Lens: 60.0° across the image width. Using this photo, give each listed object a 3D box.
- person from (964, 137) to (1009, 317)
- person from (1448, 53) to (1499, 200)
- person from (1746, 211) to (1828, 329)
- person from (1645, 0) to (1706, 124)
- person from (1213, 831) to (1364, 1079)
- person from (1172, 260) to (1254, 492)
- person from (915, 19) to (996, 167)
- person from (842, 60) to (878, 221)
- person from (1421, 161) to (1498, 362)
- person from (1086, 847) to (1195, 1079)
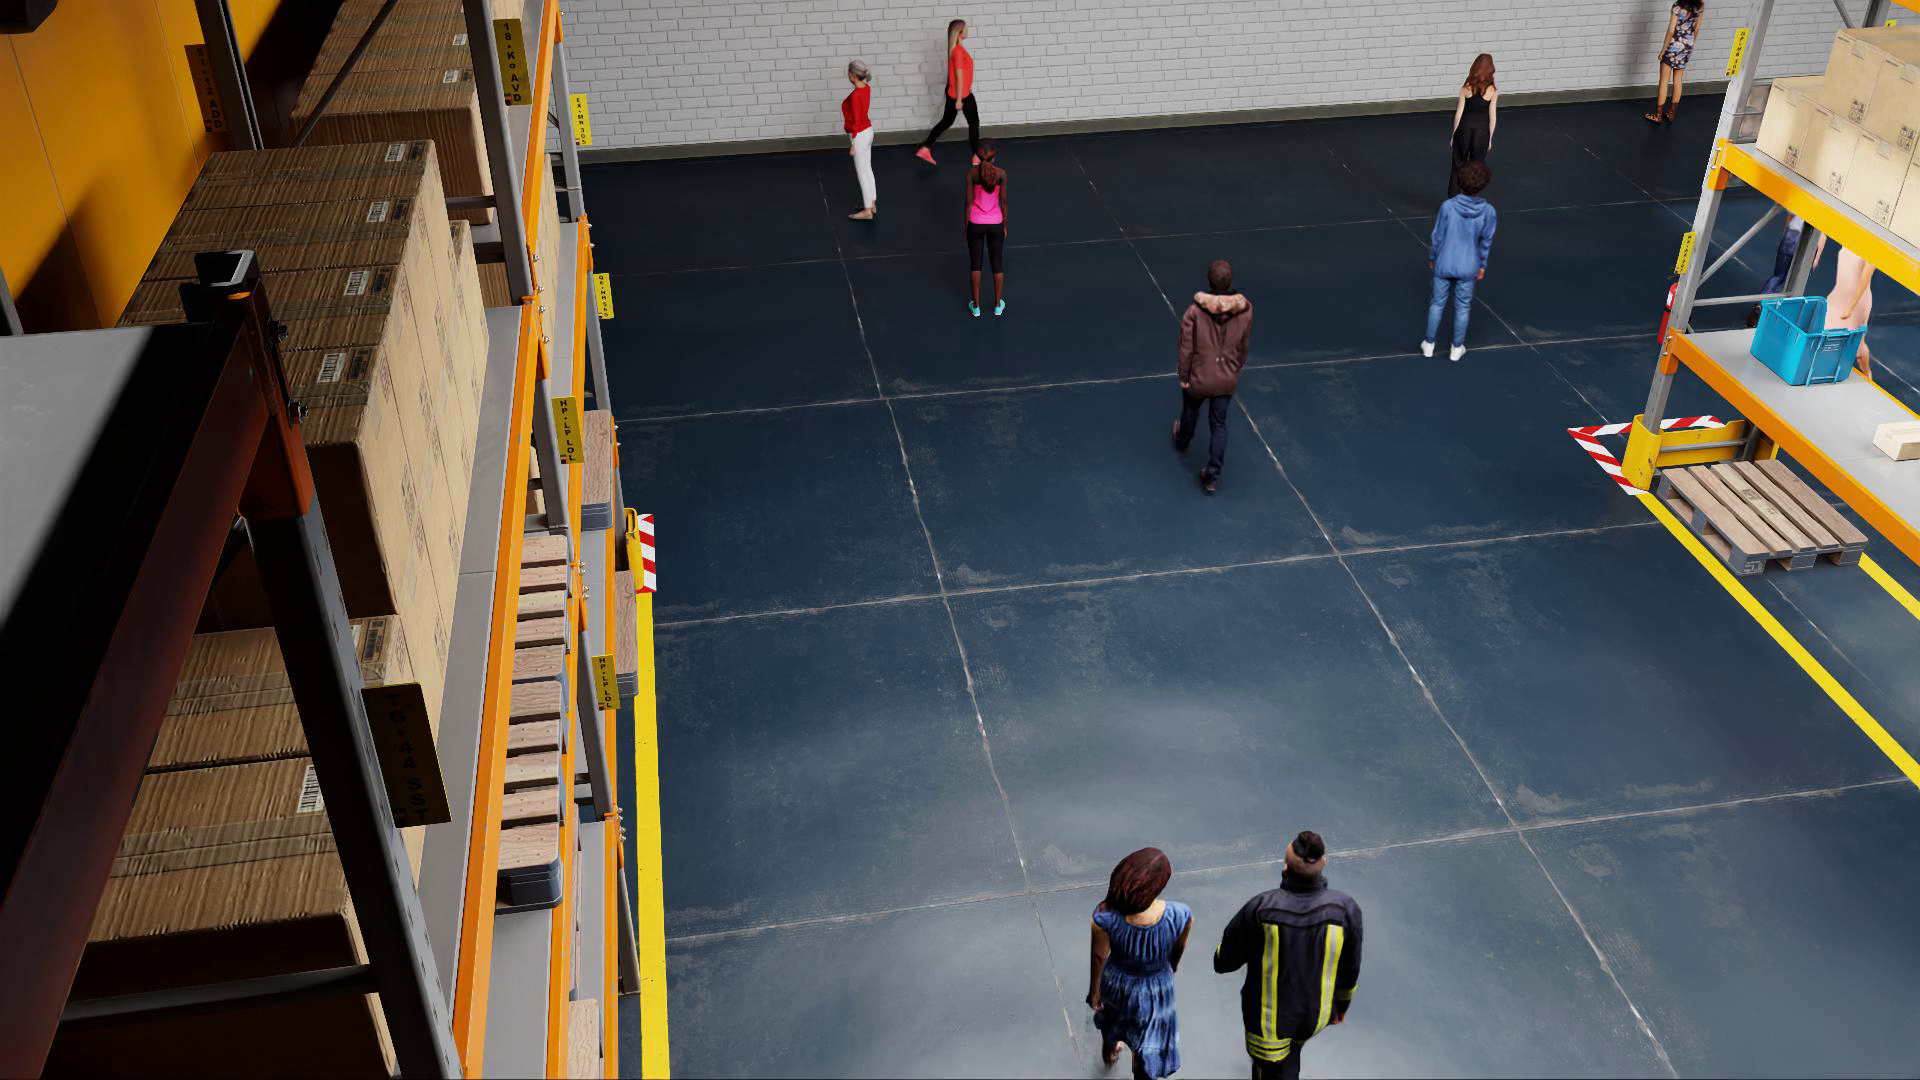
[{"bbox_3d":[0.237,-2.916,15.485,0.591,1.723,0.578,-1,34,-2],"label":"person"},{"bbox_3d":[5.370,-4.239,17.452,0.654,1.748,0.664,9,35,14],"label":"person"},{"bbox_3d":[7.597,-2.663,15.119,0.895,1.706,0.945,-23,40,-30],"label":"person"},{"bbox_3d":[8.603,-5.878,19.932,0.608,1.734,0.550,-9,35,-13],"label":"person"},{"bbox_3d":[1.549,2.181,7.733,0.819,1.816,1.164,-4,34,-6],"label":"person"},{"bbox_3d":[1.971,-1.223,12.869,0.772,1.799,1.104,-5,34,-7],"label":"person"},{"bbox_3d":[-0.114,-4.961,18.620,0.695,1.658,1.065,-8,34,-11],"label":"person"},{"bbox_3d":[-1.037,-4.196,17.436,0.694,1.694,0.591,9,35,13],"label":"person"},{"bbox_3d":[4.405,-2.467,14.732,0.766,1.808,0.753,10,35,15],"label":"person"},{"bbox_3d":[0.836,2.225,7.722,0.877,1.754,1.241,3,34,5],"label":"person"}]
